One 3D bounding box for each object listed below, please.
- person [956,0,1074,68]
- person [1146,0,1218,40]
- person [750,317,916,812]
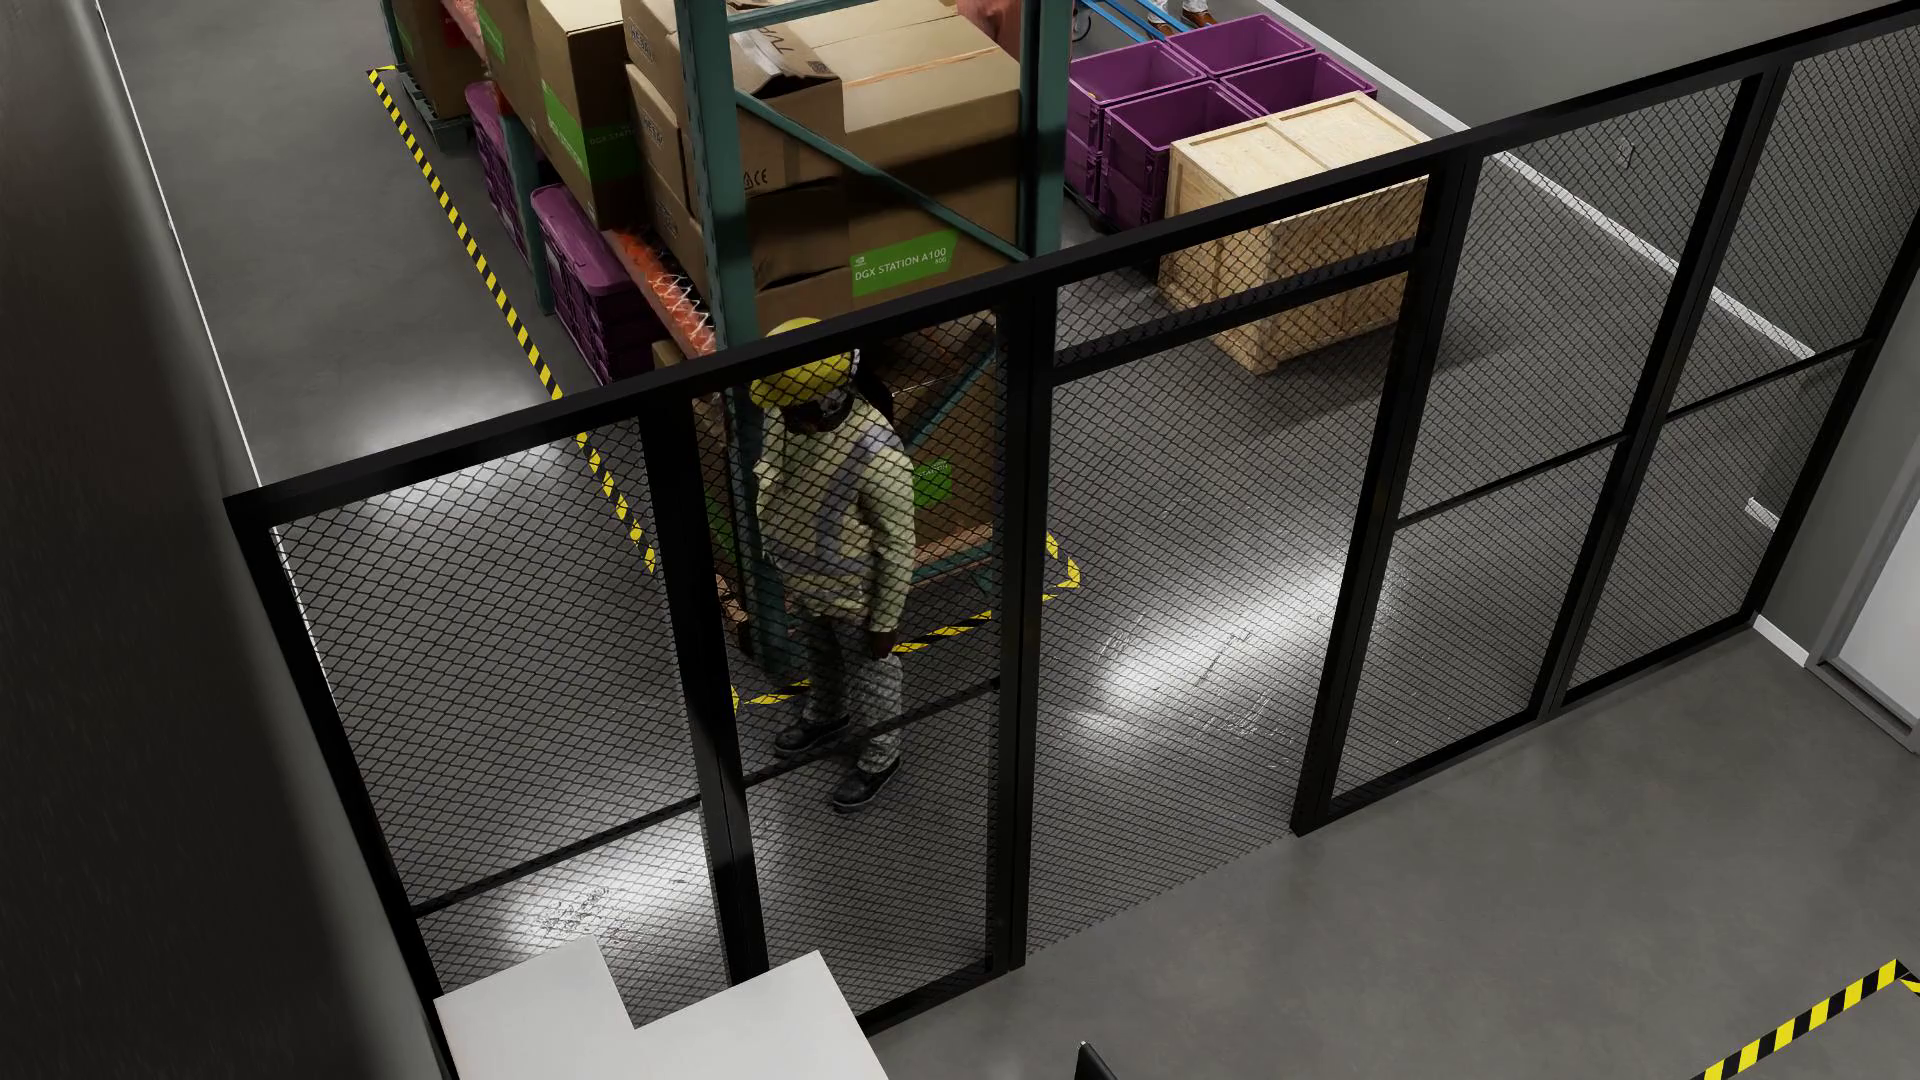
[{"bbox_3d":[0.198,-1.819,6.902,0.623,1.982,0.402,-32,51,-30],"label":"person"},{"bbox_3d":[1.274,-3.628,8.915,0.631,1.940,0.372,-22,47,-22],"label":"person"},{"bbox_3d":[-0.376,0.090,4.934,0.404,1.819,0.591,-29,50,-28],"label":"person"}]
